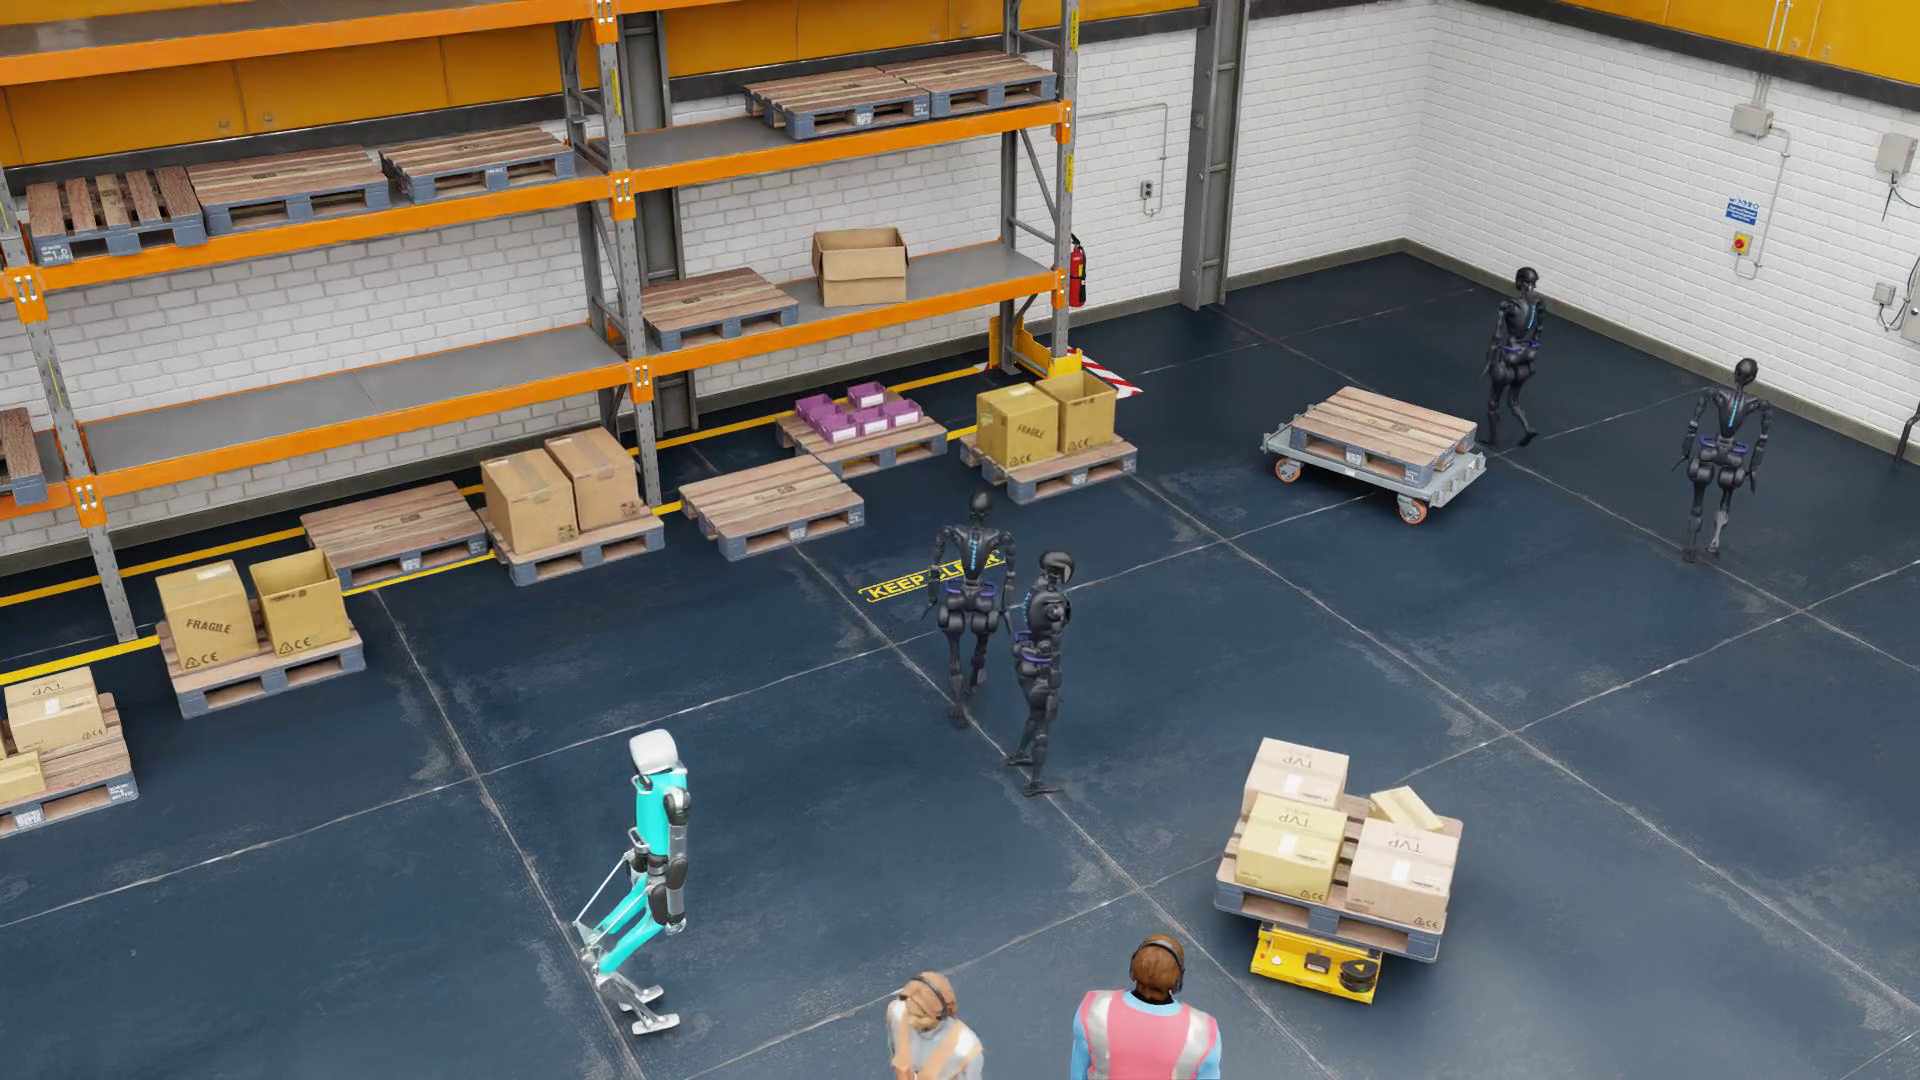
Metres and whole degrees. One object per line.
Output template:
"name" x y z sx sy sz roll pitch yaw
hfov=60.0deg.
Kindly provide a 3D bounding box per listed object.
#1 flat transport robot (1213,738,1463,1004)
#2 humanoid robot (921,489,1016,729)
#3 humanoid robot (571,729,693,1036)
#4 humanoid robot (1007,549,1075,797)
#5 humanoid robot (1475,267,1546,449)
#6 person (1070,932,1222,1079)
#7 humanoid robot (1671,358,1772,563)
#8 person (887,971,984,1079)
"flat transport robot" 2.131 2.007 9.422 0.659 0.231 1.431 11 31 19
"humanoid robot" 0.051 0.396 10.859 0.618 1.634 0.630 1 29 2
"humanoid robot" -1.668 1.756 8.275 0.744 1.696 0.530 -16 33 -26
"humanoid robot" 0.504 0.776 10.172 0.348 1.639 0.610 -6 30 -11
"humanoid robot" 4.766 -1.519 14.244 0.615 1.644 0.477 -14 32 -23
"person" 0.780 2.423 7.102 0.634 1.831 0.430 7 30 11
"humanoid robot" 5.745 -0.595 12.606 0.610 1.642 0.363 12 32 20
"person" -0.155 2.519 7.155 0.525 1.598 0.822 18 34 28
